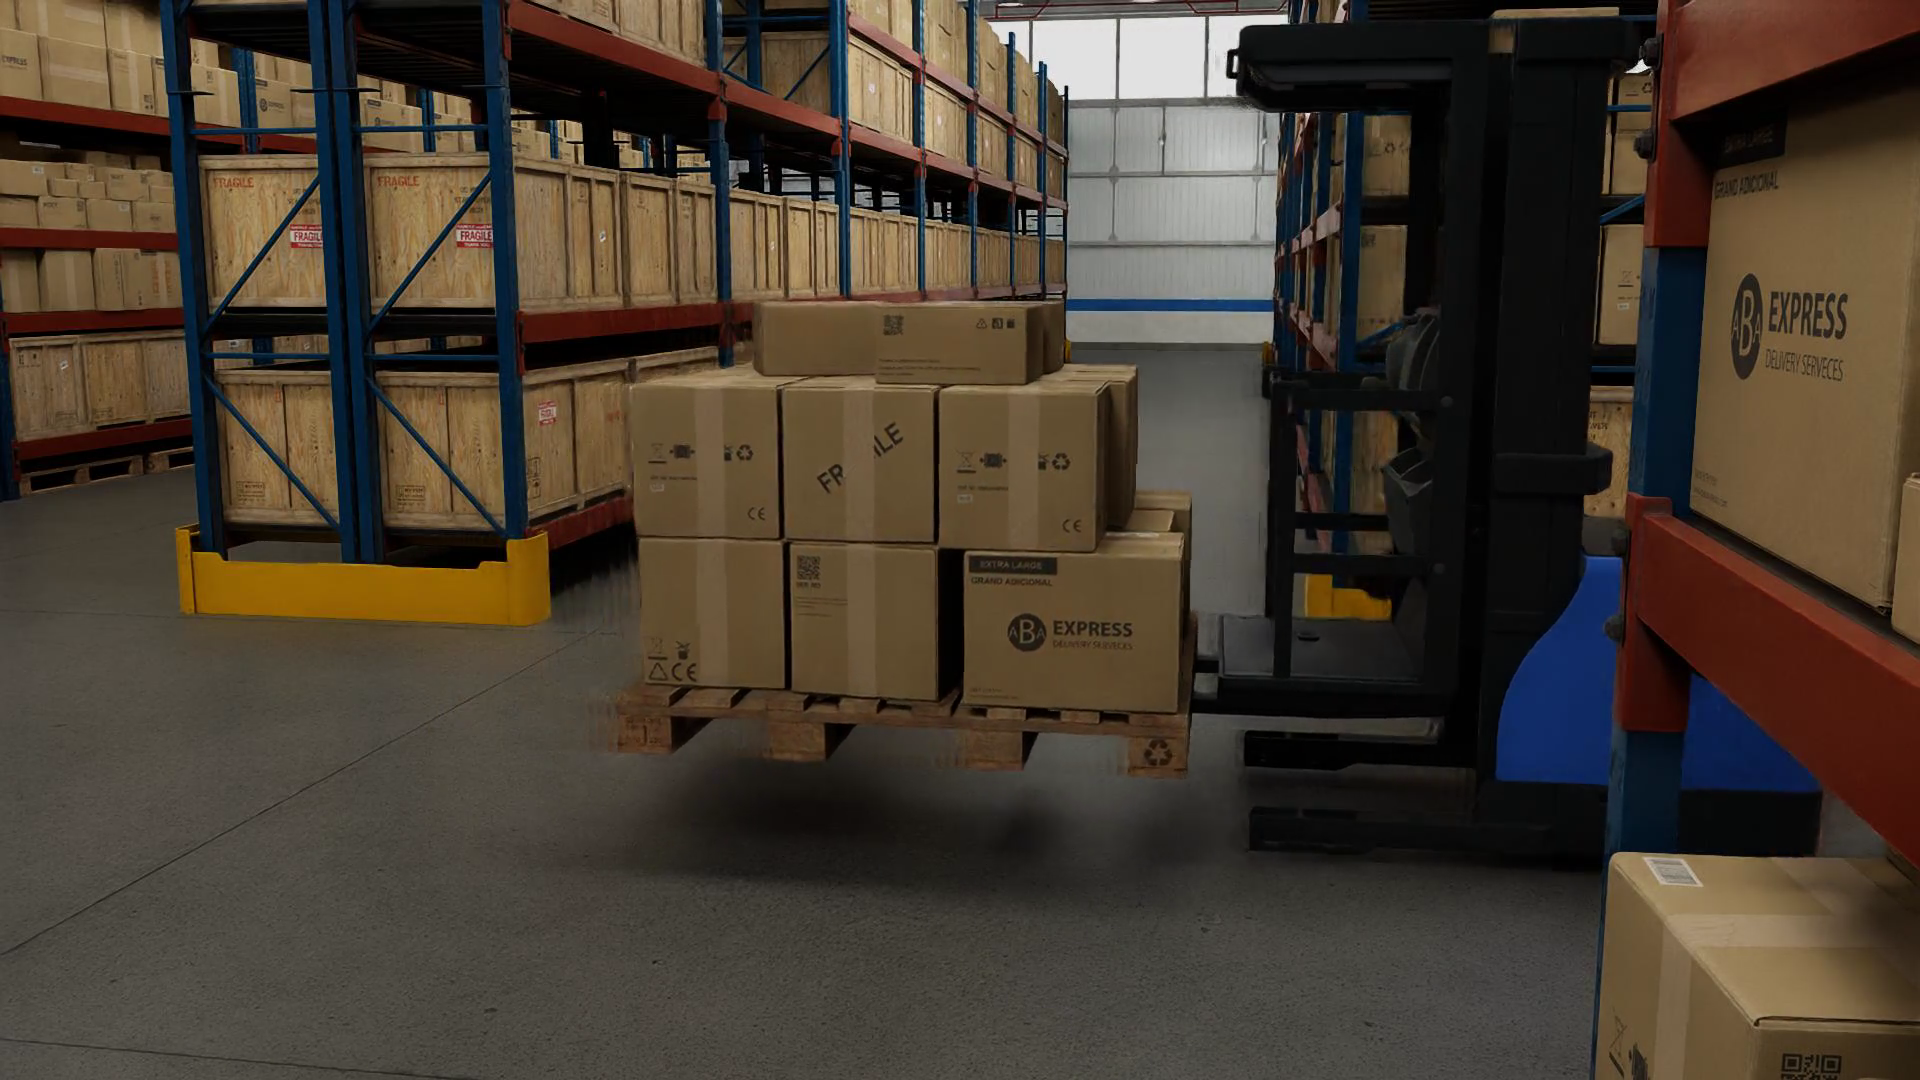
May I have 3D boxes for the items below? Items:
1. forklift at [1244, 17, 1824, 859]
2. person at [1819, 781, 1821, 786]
[{"bbox_3d":[2.004,-0.357,5.900,1.873,2.768,1.129,1,9,8],"label":"forklift"},{"bbox_3d":[2.980,0.229,5.362,0.850,1.883,0.636,0,9,1],"label":"person"}]
